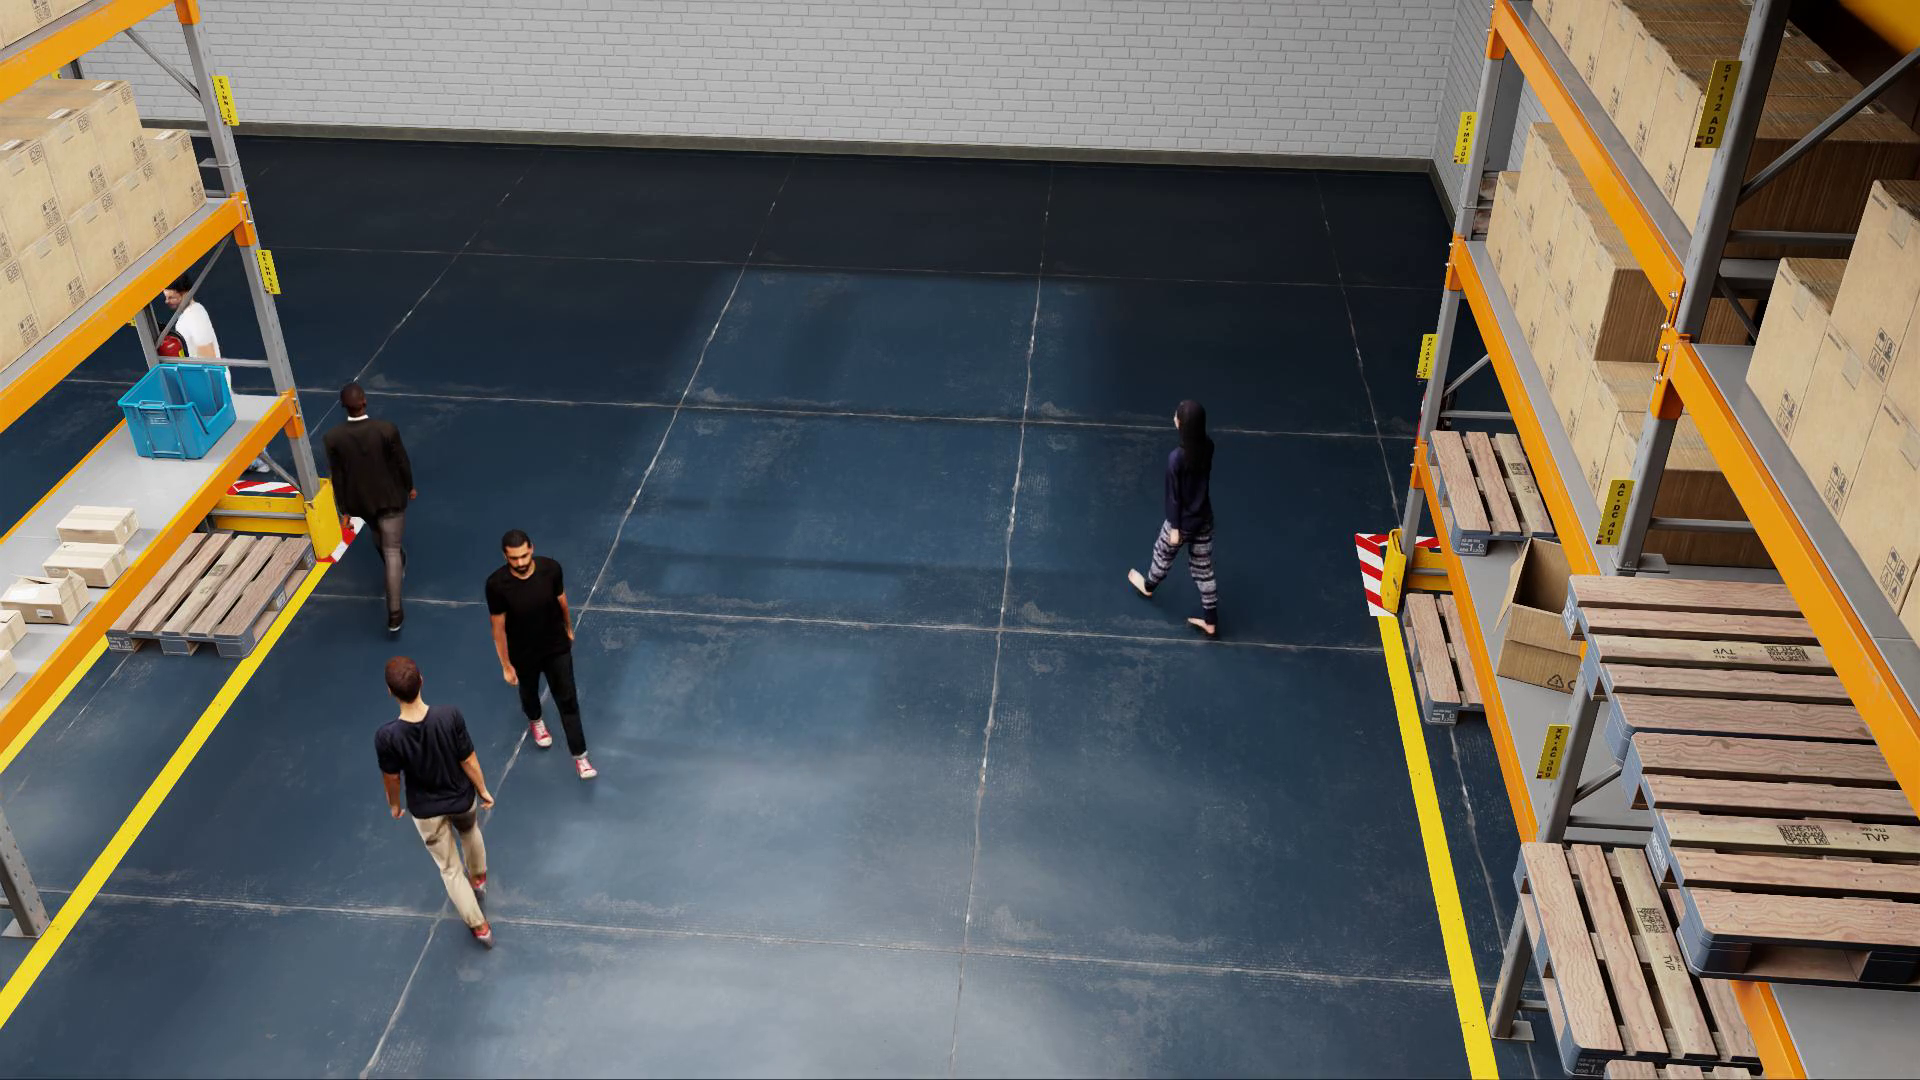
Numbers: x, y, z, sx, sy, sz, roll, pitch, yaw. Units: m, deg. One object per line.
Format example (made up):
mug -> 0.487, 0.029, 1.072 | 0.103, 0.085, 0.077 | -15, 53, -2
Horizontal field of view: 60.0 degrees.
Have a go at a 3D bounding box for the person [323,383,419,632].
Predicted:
person -> -3.995, -0.199, 11.423 | 0.846, 1.752, 1.255 | -5, 34, -8

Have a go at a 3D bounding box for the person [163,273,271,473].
person -> -5.730, -1.238, 12.916 | 0.983, 1.827, 0.993 | -9, 35, -13

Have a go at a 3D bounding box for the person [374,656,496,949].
person -> -2.729, 1.466, 8.853 | 0.953, 1.822, 1.045 | -18, 37, -24

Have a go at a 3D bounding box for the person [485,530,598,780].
person -> -2.634, 0.620, 10.226 | 1.037, 1.713, 1.213 | -17, 37, -24

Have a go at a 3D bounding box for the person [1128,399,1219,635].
person -> 1.620, -0.107, 11.349 | 1.045, 1.680, 1.118 | -24, 41, -32
